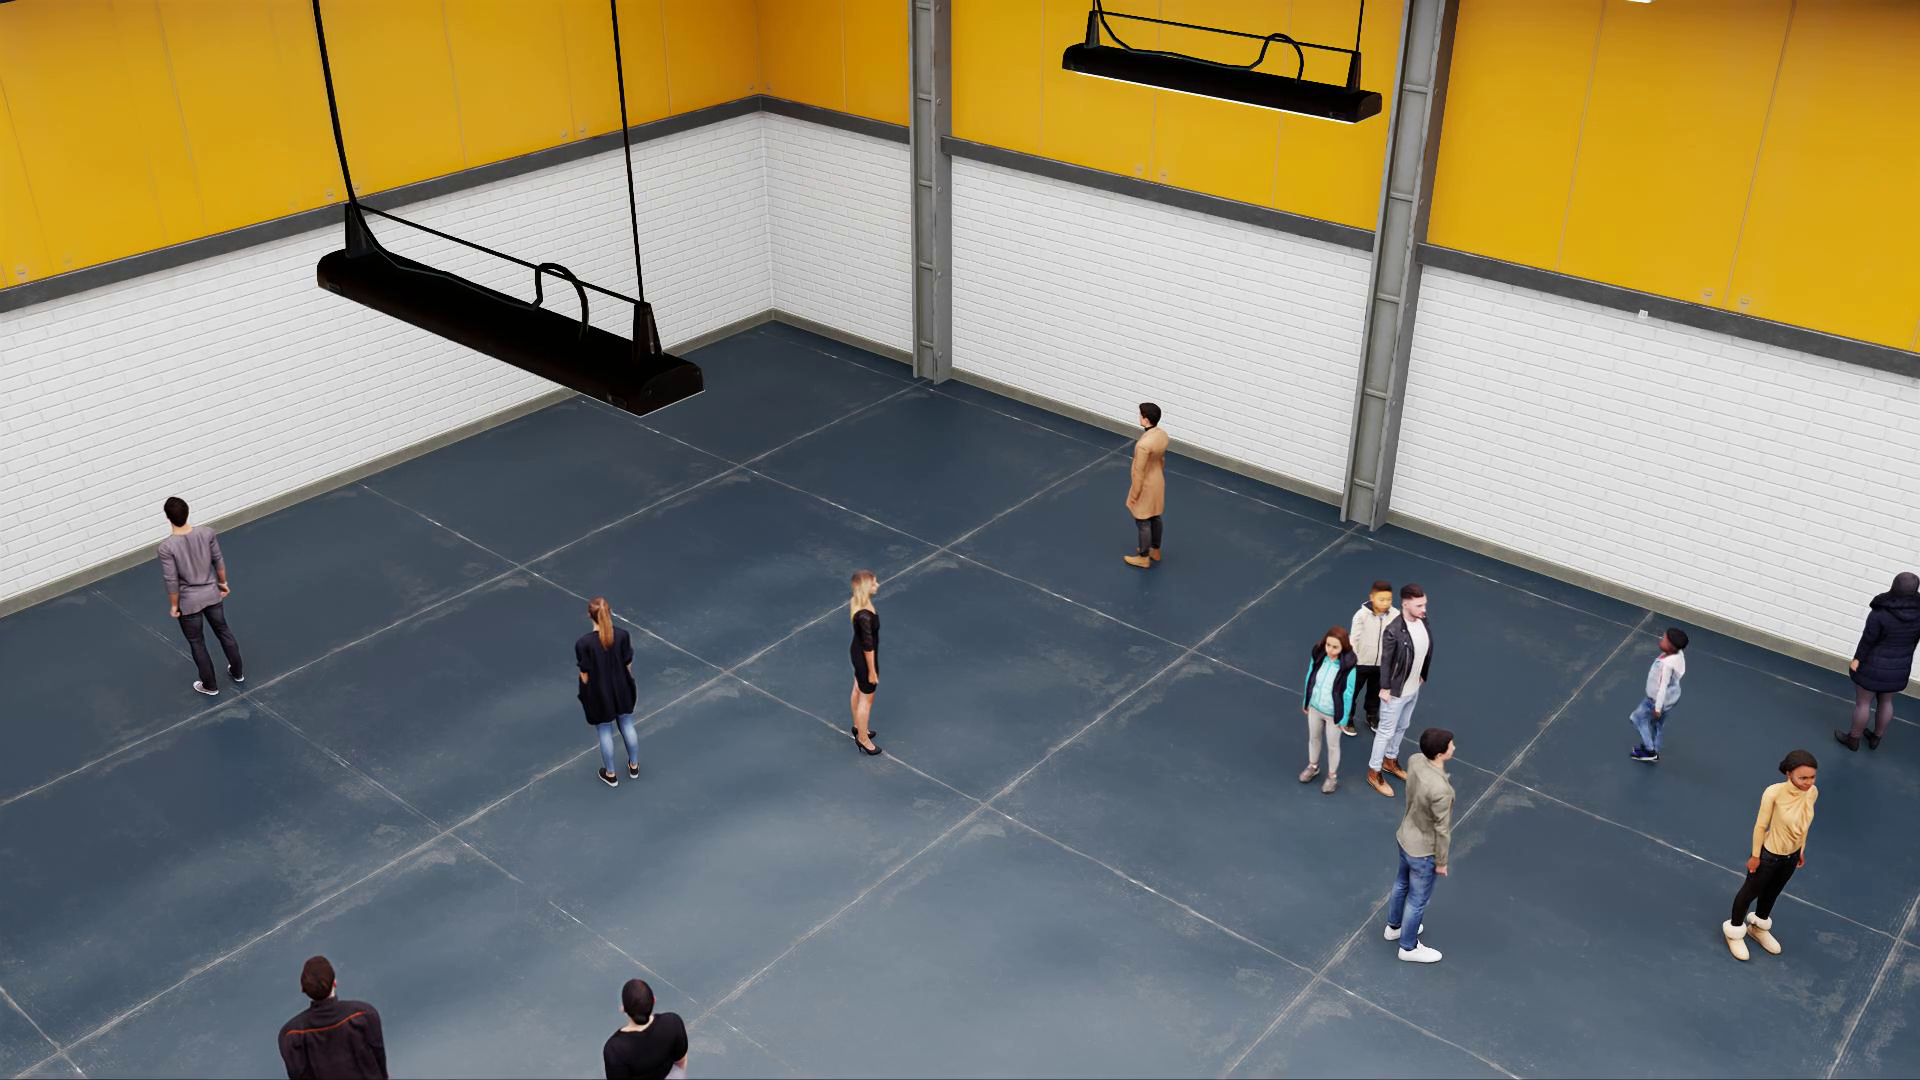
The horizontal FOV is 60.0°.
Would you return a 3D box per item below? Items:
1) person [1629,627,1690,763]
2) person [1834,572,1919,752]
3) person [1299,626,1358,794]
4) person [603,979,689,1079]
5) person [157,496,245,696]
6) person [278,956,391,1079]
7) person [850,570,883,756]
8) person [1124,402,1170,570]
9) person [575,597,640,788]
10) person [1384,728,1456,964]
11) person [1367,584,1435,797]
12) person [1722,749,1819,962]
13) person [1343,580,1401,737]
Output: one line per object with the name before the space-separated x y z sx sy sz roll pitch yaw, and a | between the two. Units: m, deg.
person | 5.740 1.279 13.495 0.510 1.250 0.557 -23 36 -36
person | 7.552 0.988 13.586 0.792 1.673 0.854 -2 29 -4
person | 2.921 1.312 13.176 0.504 1.499 0.623 23 36 36
person | -1.748 3.198 9.445 0.725 1.760 0.695 -19 34 -31
person | -6.578 0.470 14.350 0.519 1.851 0.684 21 35 33
person | -3.473 3.122 9.423 0.773 1.915 0.755 -12 31 -20
person | -0.779 0.979 13.602 0.681 1.675 0.596 -6 29 -10
person | 1.861 -0.542 16.342 0.644 1.721 0.655 17 33 29
person | -2.789 1.195 13.198 0.704 1.683 0.682 -15 32 -26
person | 3.154 2.072 11.399 0.850 1.865 0.764 -5 29 -9
person | 3.478 1.142 13.134 0.687 1.836 0.582 -23 36 -36
person | 5.631 2.143 11.483 0.689 1.660 0.729 -7 29 -12
person | 3.422 0.960 13.869 0.641 1.452 0.689 -4 29 -7
